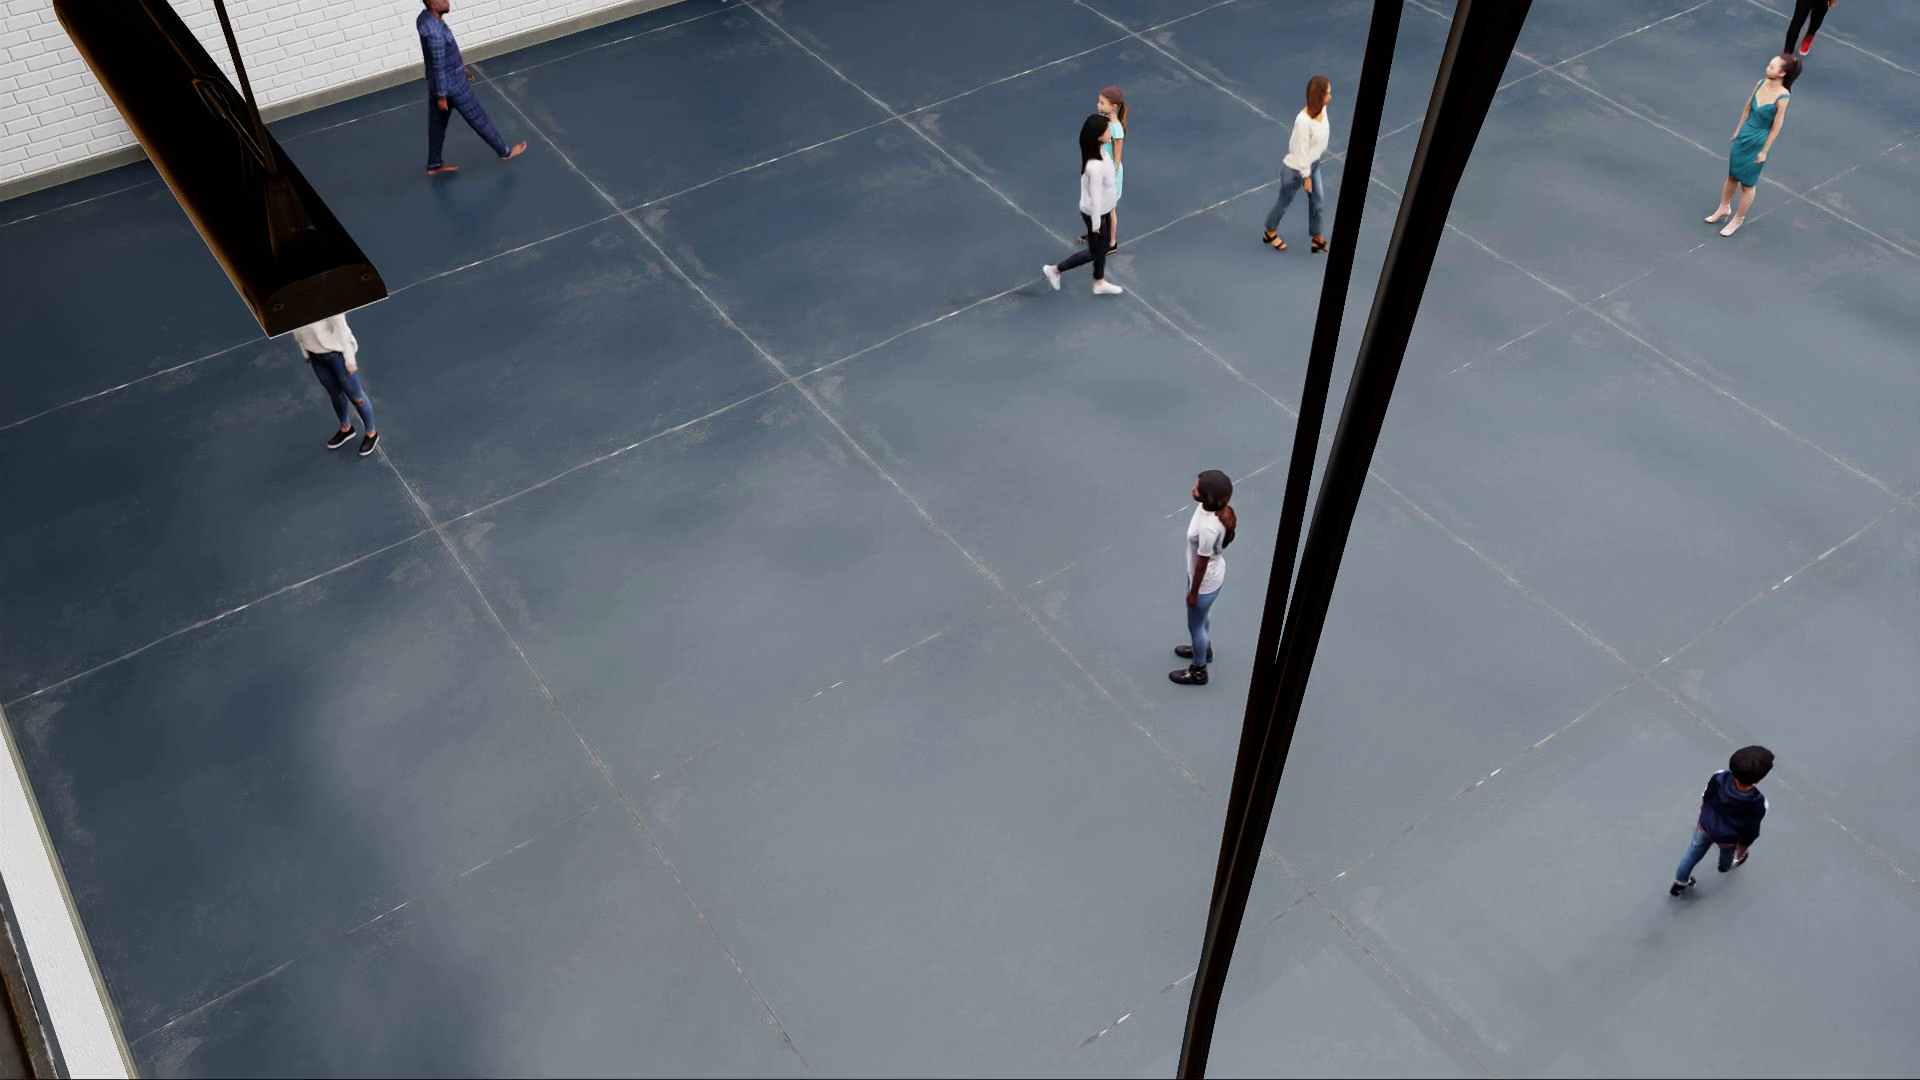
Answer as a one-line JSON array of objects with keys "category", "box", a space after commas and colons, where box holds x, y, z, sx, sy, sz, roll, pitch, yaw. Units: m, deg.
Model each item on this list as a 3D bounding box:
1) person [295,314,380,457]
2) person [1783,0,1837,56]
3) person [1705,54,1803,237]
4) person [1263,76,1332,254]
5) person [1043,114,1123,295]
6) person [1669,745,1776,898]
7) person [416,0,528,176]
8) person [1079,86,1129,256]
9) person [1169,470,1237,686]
[{"category": "person", "box": [-4.598, -1.354, 12.165, 0.704, 1.691, 0.727, 16, 46, 16]}, {"category": "person", "box": [8.581, -5.528, 16.576, 0.893, 1.650, 1.129, 20, 47, 20]}, {"category": "person", "box": [6.833, -3.405, 14.321, 0.573, 1.686, 0.613, -12, 45, -12]}, {"category": "person", "box": [2.818, -3.190, 14.117, 0.893, 1.657, 0.936, 26, 49, 24]}, {"category": "person", "box": [1.034, -2.701, 13.584, 1.019, 1.685, 0.923, 2, 44, 2]}, {"category": "person", "box": [4.275, 1.625, 9.395, 0.758, 1.199, 0.526, -25, 49, -24]}, {"category": "person", "box": [-4.706, -4.081, 14.969, 1.206, 1.772, 0.789, -19, 47, -19]}, {"category": "person", "box": [1.245, -3.146, 14.142, 0.600, 1.558, 0.602, -14, 45, -14]}, {"category": "person", "box": [1.536, 0.235, 10.475, 0.702, 1.721, 0.646, 6, 44, 6]}]
